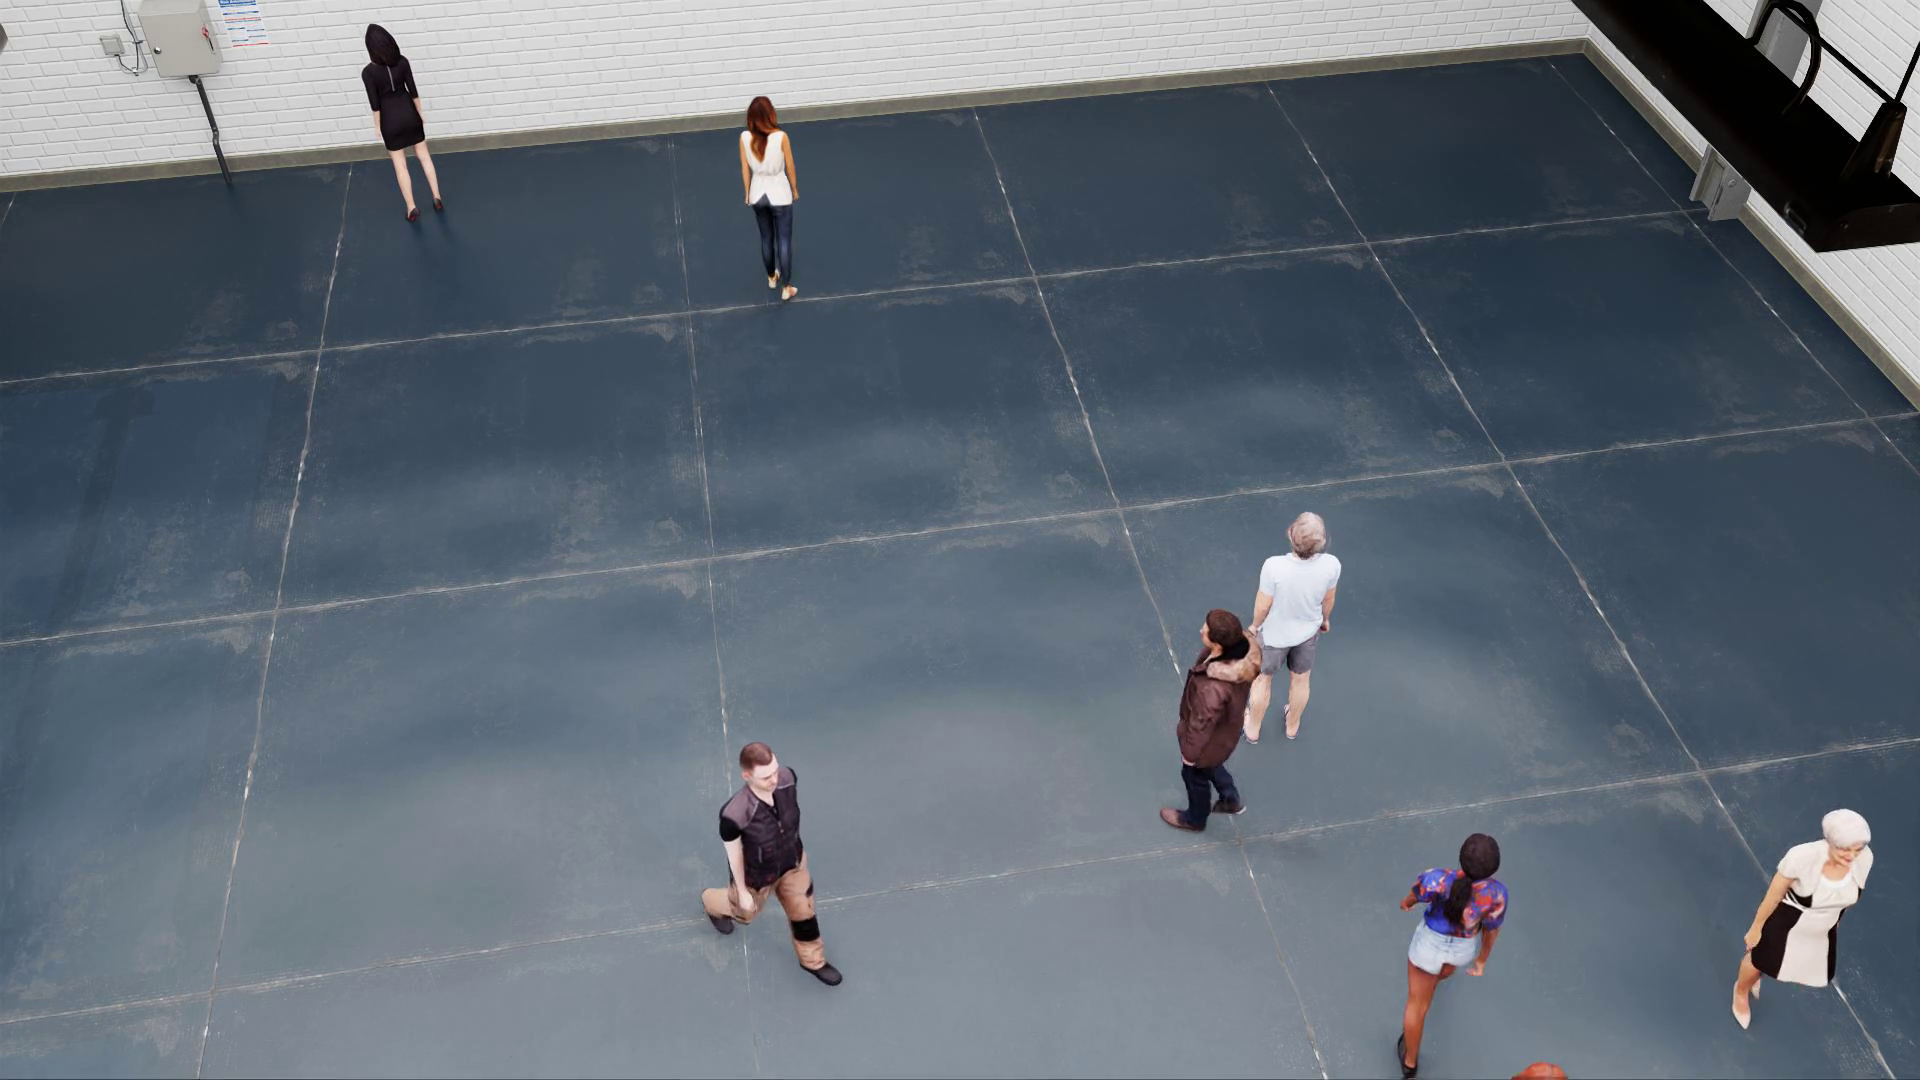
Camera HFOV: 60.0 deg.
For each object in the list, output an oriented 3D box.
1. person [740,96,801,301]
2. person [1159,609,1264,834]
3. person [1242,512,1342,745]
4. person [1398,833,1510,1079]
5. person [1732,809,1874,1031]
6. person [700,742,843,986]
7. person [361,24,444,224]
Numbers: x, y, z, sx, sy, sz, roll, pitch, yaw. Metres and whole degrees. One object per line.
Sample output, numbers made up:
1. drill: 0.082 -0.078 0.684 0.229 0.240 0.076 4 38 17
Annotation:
1. person: -1.544 -2.781 13.548 0.698 1.802 0.758 7 44 7
2. person: 1.503 1.083 9.466 0.973 1.839 0.886 17 46 17
3. person: 1.982 0.548 10.032 0.674 1.832 0.570 -4 44 -4
4. person: 2.447 2.154 8.441 0.838 1.701 1.120 6 44 6
5. person: 4.330 1.913 8.665 0.690 1.741 0.719 -1 44 -1
6. person: -1.101 1.679 8.866 1.083 1.803 1.251 -33 53 -30
7. person: -4.842 -3.594 14.398 0.660 1.807 0.646 -27 50 -26
